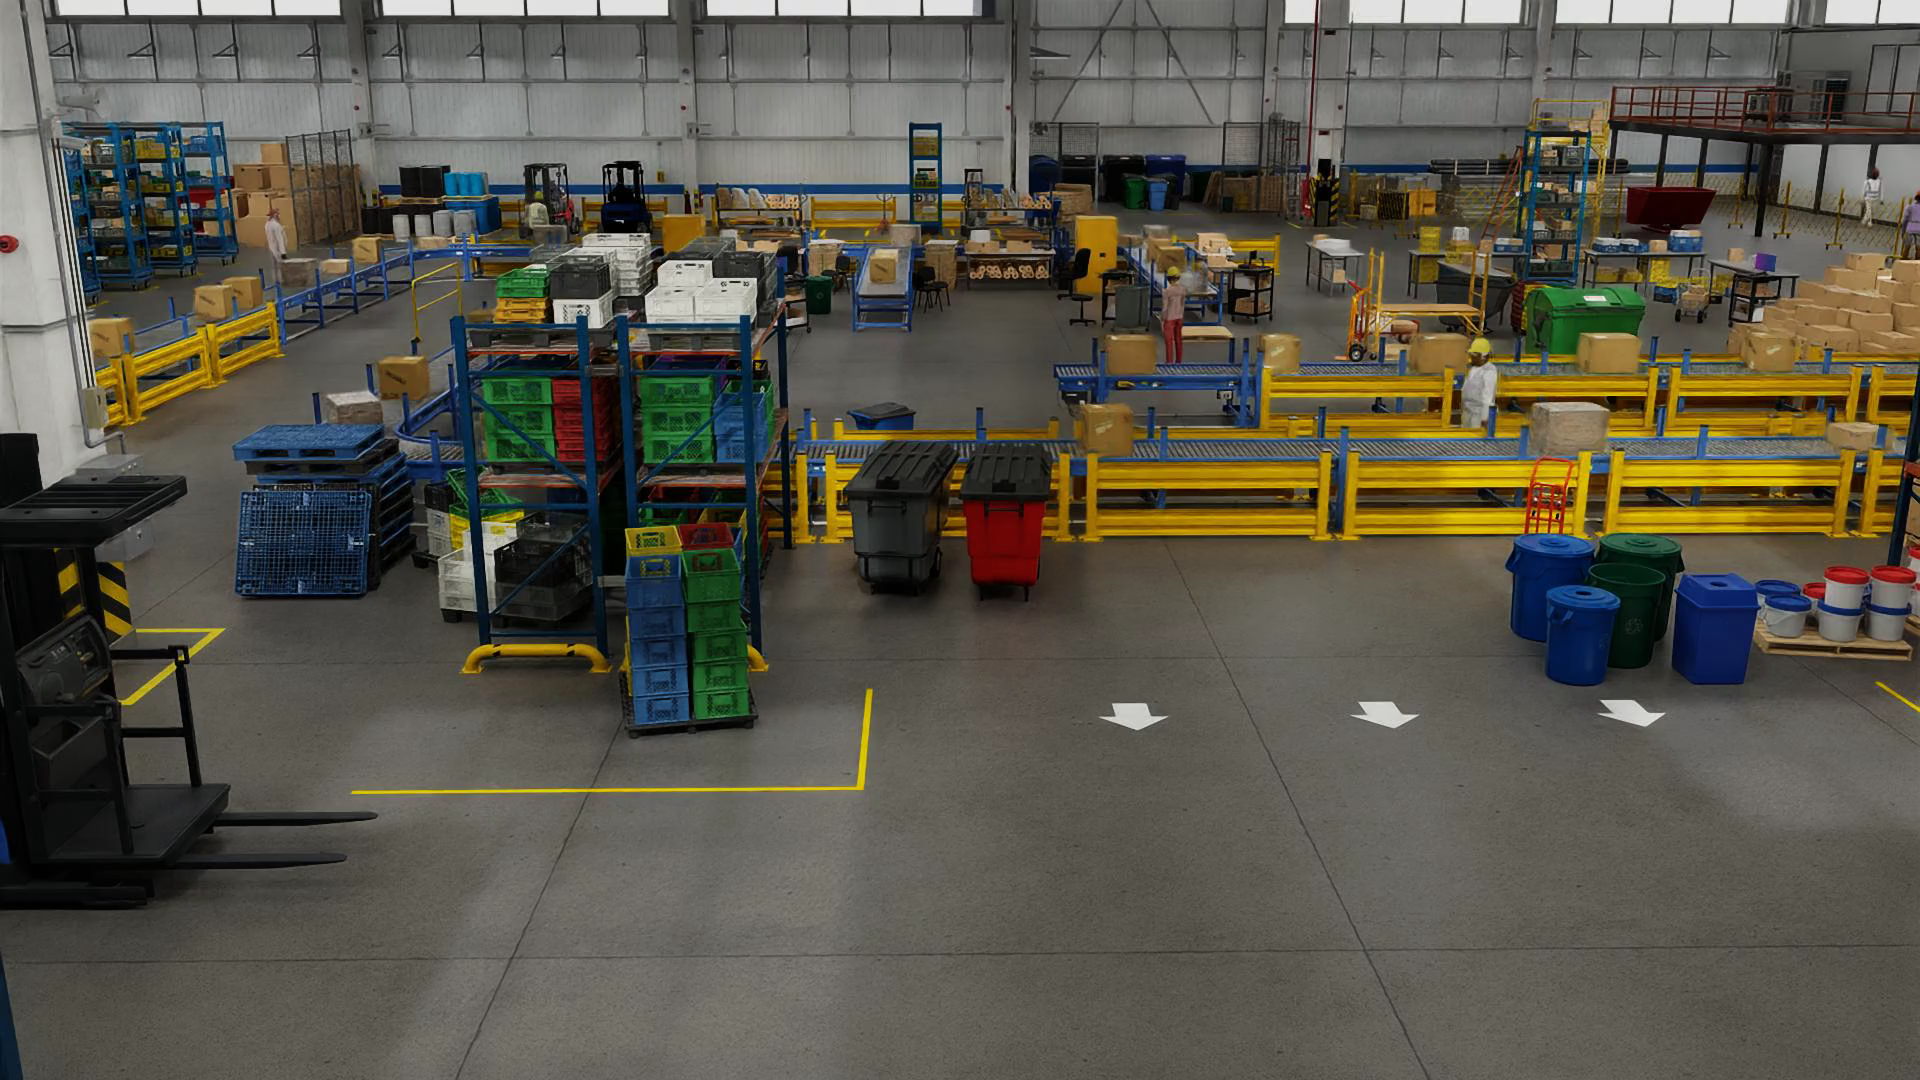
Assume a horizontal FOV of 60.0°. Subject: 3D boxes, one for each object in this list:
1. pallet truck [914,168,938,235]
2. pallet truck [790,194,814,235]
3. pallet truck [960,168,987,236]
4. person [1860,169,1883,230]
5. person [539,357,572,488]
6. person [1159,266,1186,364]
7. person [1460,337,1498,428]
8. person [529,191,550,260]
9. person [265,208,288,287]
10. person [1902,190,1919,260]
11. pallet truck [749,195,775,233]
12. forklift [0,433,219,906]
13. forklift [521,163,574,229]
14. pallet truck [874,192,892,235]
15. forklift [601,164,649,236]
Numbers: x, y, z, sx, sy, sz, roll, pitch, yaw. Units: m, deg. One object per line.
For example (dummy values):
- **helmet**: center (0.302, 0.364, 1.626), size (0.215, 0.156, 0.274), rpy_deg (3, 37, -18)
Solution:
- **pallet truck**: center (-0.989, -10.316, 50.507), size (0.823, 1.965, 1.885), rpy_deg (1, 16, 3)
- **pallet truck**: center (-4.814, -9.883, 50.259), size (0.704, 1.261, 1.522), rpy_deg (-1, 16, -3)
- **pallet truck**: center (0.383, -10.230, 50.206), size (0.823, 1.965, 1.885), rpy_deg (-1, 16, -3)
- **person**: center (28.411, -10.619, 51.844), size (0.591, 1.847, 0.956), rpy_deg (1, 16, 2)
- **person**: center (-4.849, -1.450, 20.330), size (0.906, 1.624, 0.541), rpy_deg (-6, 17, -21)
- **person**: center (3.558, -3.702, 27.928), size (0.525, 1.769, 0.312), rpy_deg (-13, 20, -38)
- **person**: center (6.449, -1.601, 20.538), size (0.654, 1.810, 0.602), rpy_deg (-1, 16, -4)
- **person**: center (-11.033, -8.248, 43.695), size (0.615, 1.792, 0.941), rpy_deg (11, 19, 34)
- **person**: center (-15.315, -6.499, 37.396), size (0.410, 1.911, 0.640), rpy_deg (-15, 22, -42)
- **person**: center (23.683, -7.663, 41.222), size (0.608, 2.034, 0.397), rpy_deg (8, 18, 26)
- **pallet truck**: center (-6.051, -9.967, 50.660), size (0.680, 1.201, 1.601), rpy_deg (0, 16, -1)
- **forklift**: center (-5.952, 0.780, 10.366), size (1.873, 2.768, 1.129), rpy_deg (0, 16, -1)
- **forklift**: center (-12.233, -10.122, 49.298), size (1.157, 1.987, 2.680), rpy_deg (0, 16, -1)
- **pallet truck**: center (-2.277, -9.986, 50.594), size (0.653, 1.274, 1.630), rpy_deg (0, 16, -1)
- **forklift**: center (-9.948, -10.127, 49.296), size (1.157, 1.987, 2.680), rpy_deg (-1, 16, -3)
